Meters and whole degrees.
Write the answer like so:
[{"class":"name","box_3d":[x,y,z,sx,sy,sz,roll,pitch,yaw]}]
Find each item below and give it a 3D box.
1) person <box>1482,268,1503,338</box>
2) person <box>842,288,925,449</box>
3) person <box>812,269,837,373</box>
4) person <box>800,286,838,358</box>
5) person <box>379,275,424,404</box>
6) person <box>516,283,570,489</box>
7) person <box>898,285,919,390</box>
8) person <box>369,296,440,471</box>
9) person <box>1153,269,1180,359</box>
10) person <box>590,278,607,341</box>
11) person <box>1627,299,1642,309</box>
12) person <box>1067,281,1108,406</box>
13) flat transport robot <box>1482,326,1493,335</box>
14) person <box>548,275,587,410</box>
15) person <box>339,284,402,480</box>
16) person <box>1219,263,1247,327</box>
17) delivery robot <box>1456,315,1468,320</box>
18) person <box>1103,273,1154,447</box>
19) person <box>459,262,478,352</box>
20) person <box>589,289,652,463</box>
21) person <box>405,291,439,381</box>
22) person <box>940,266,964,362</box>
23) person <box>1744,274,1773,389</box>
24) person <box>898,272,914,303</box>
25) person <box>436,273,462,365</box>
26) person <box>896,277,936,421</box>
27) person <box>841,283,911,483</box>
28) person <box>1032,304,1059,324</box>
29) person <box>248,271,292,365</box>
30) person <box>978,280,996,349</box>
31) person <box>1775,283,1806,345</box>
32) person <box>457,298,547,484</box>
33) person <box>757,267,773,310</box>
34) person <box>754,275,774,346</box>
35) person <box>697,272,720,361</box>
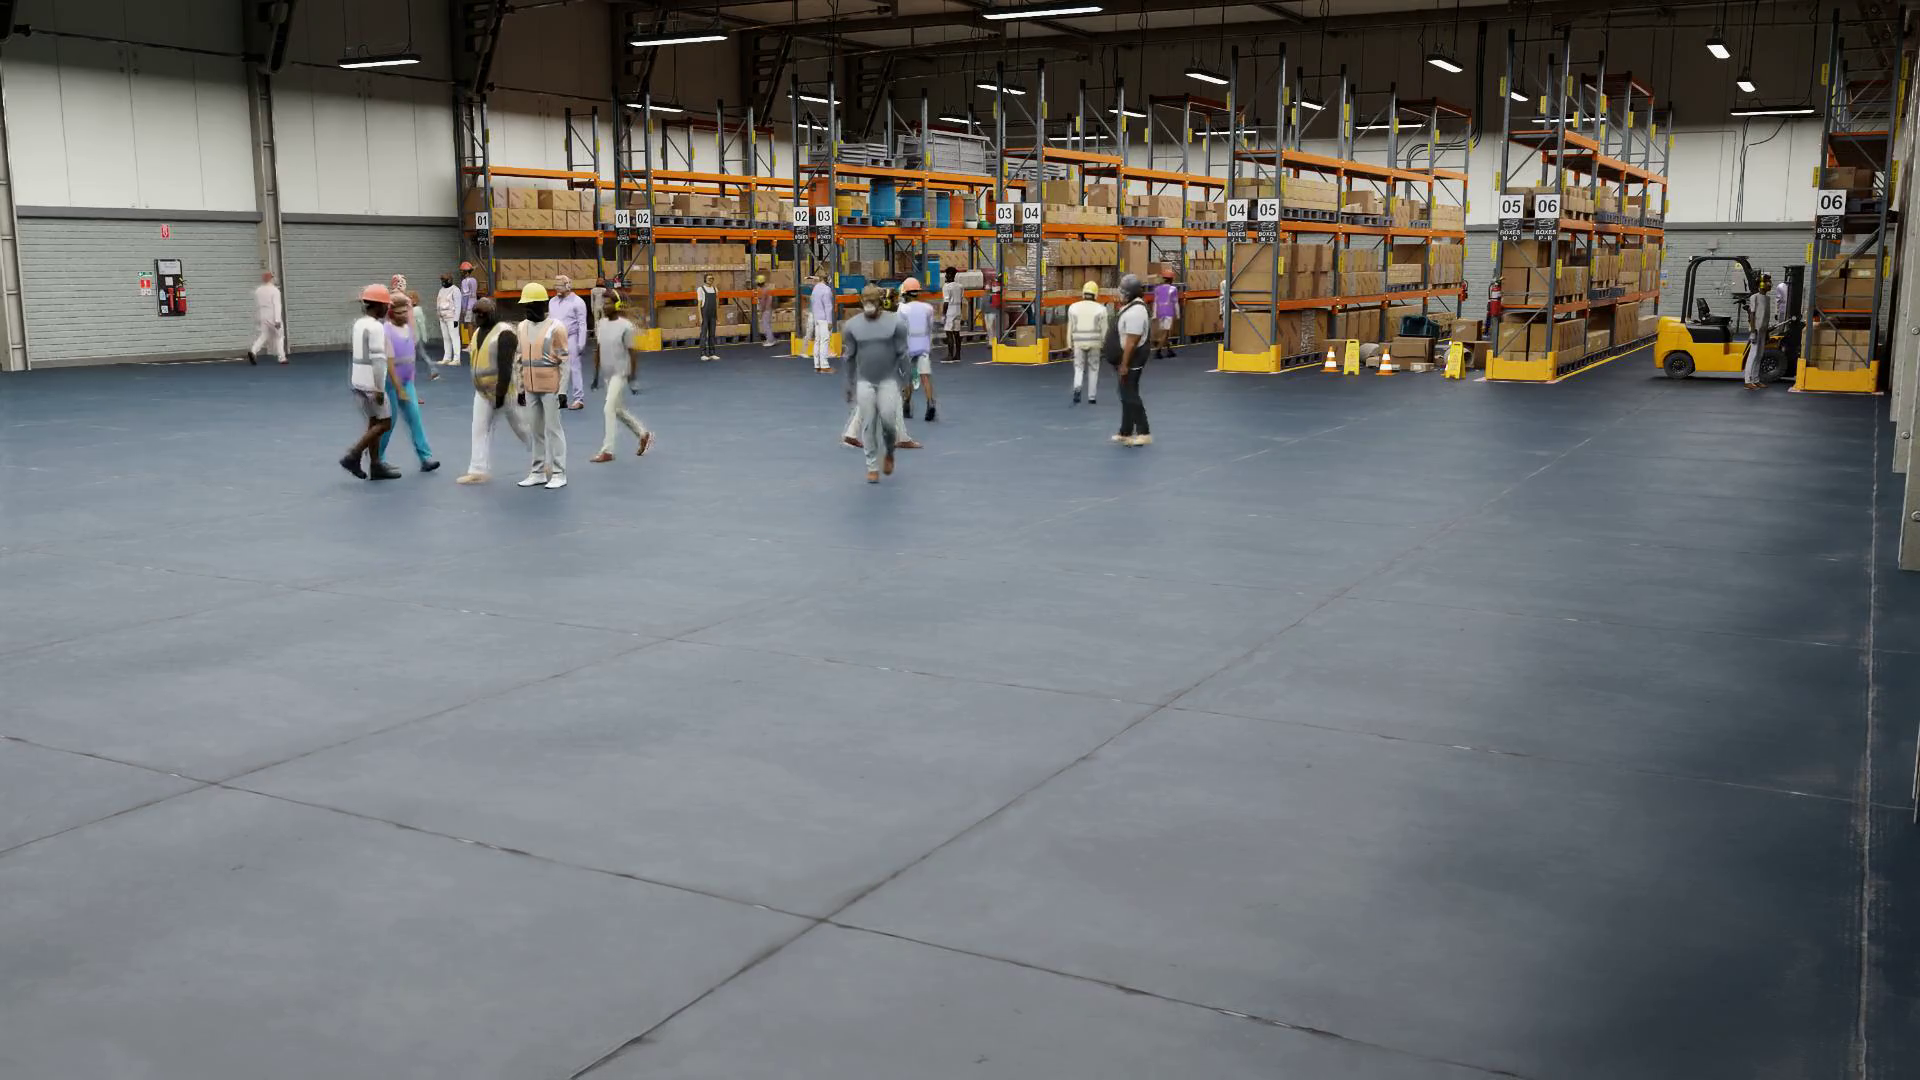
[{"class":"person","box_3d":[14.130,-6.276,44.067,0.661,1.877,0.824,-8,13,-41]},{"class":"person","box_3d":[-0.907,-1.925,18.769,0.939,1.830,0.497,-1,10,-4]},{"class":"person","box_3d":[-2.551,-4.080,31.031,0.351,1.936,0.634,-5,11,-29]},{"class":"person","box_3d":[-3.057,-4.654,35.405,0.857,1.591,0.505,5,11,27]},{"class":"person","box_3d":[-8.218,-2.937,24.450,0.636,1.902,0.406,5,11,27]},{"class":"person","box_3d":[-3.934,-1.440,15.604,0.594,1.924,0.383,5,11,28]},{"class":"person","box_3d":[-0.834,-3.258,26.760,0.545,1.750,0.405,1,10,3]},{"class":"person","box_3d":[-5.638,-1.558,16.735,0.825,1.778,0.608,3,10,19]},{"class":"person","box_3d":[4.369,-4.806,35.412,0.566,1.904,0.953,8,12,38]},{"class":"person","box_3d":[-9.207,-5.902,42.614,0.494,1.624,0.279,-1,10,-5]},{"class":"person","box_3d":[17.706,-6.281,44.000,0.871,1.901,0.556,6,12,33]},{"class":"person","box_3d":[1.862,-2.849,24.178,0.612,1.814,0.449,3,10,15]},{"class":"flat transport robot","box_3d":[14.518,-5.776,45.832,0.652,0.197,1.431,3,10,19]},{"class":"person","box_3d":[-5.612,-2.799,23.624,0.652,1.904,0.403,5,11,27]},{"class":"person","box_3d":[-5.687,-1.506,16.019,0.573,1.915,0.562,-8,13,-40]},{"class":"person","box_3d":[5.765,-4.832,35.163,0.606,2.035,0.403,5,11,29]},{"class":"delivery robot","box_3d":[13.673,-5.939,45.682,0.707,0.478,0.477,-2,10,-11]},{"class":"person","box_3d":[1.953,-2.101,19.140,0.613,2.000,0.781,1,10,7]},{"class":"person","box_3d":[-11.185,-5.293,37.820,0.372,2.044,0.608,1,10,4]},{"class":"person","box_3d":[-3.646,-1.767,17.800,0.523,1.843,0.859,8,12,39]},{"class":"person","box_3d":[-9.414,-3.521,28.784,0.885,1.587,0.492,-9,13,-41]},{"class":"person","box_3d":[-0.174,-4.621,34.113,0.365,1.965,0.608,7,12,36]},{"class":"person","box_3d":[13.143,-3.412,27.305,0.514,1.875,0.328,-7,12,-36]},{"class":"person","box_3d":[-1.093,-4.752,35.248,0.429,1.844,0.626,2,10,9]},{"class":"person","box_3d":[-10.227,-4.413,33.262,0.627,1.844,0.429,7,12,37]},{"class":"person","box_3d":[-0.571,-2.525,22.050,0.538,1.913,0.919,-3,10,-20]},{"class":"person","box_3d":[-0.806,-1.505,16.004,0.668,1.917,0.507,1,10,4]},{"class":"person","box_3d":[1.933,-5.199,37.615,0.632,1.931,0.374,0,10,-1]},{"class":"person","box_3d":[-13.875,-4.442,33.325,0.661,1.886,0.833,5,11,27]},{"class":"person","box_3d":[0.667,-5.259,38.842,0.498,1.620,0.487,9,13,43]},{"class":"person","box_3d":[18.429,-5.079,36.941,0.586,1.920,0.392,5,11,27]},{"class":"person","box_3d":[-4.428,-1.451,16.106,0.631,1.793,0.973,7,12,37]},{"class":"person","box_3d":[-5.310,-6.405,44.804,0.575,1.883,0.355,5,11,29]},{"class":"person","box_3d":[-4.722,-5.514,40.020,0.509,1.720,0.549,-2,10,-13]},{"class":"person","box_3d":[-5.247,-4.670,34.755,0.346,1.846,0.506,9,13,42]}]
